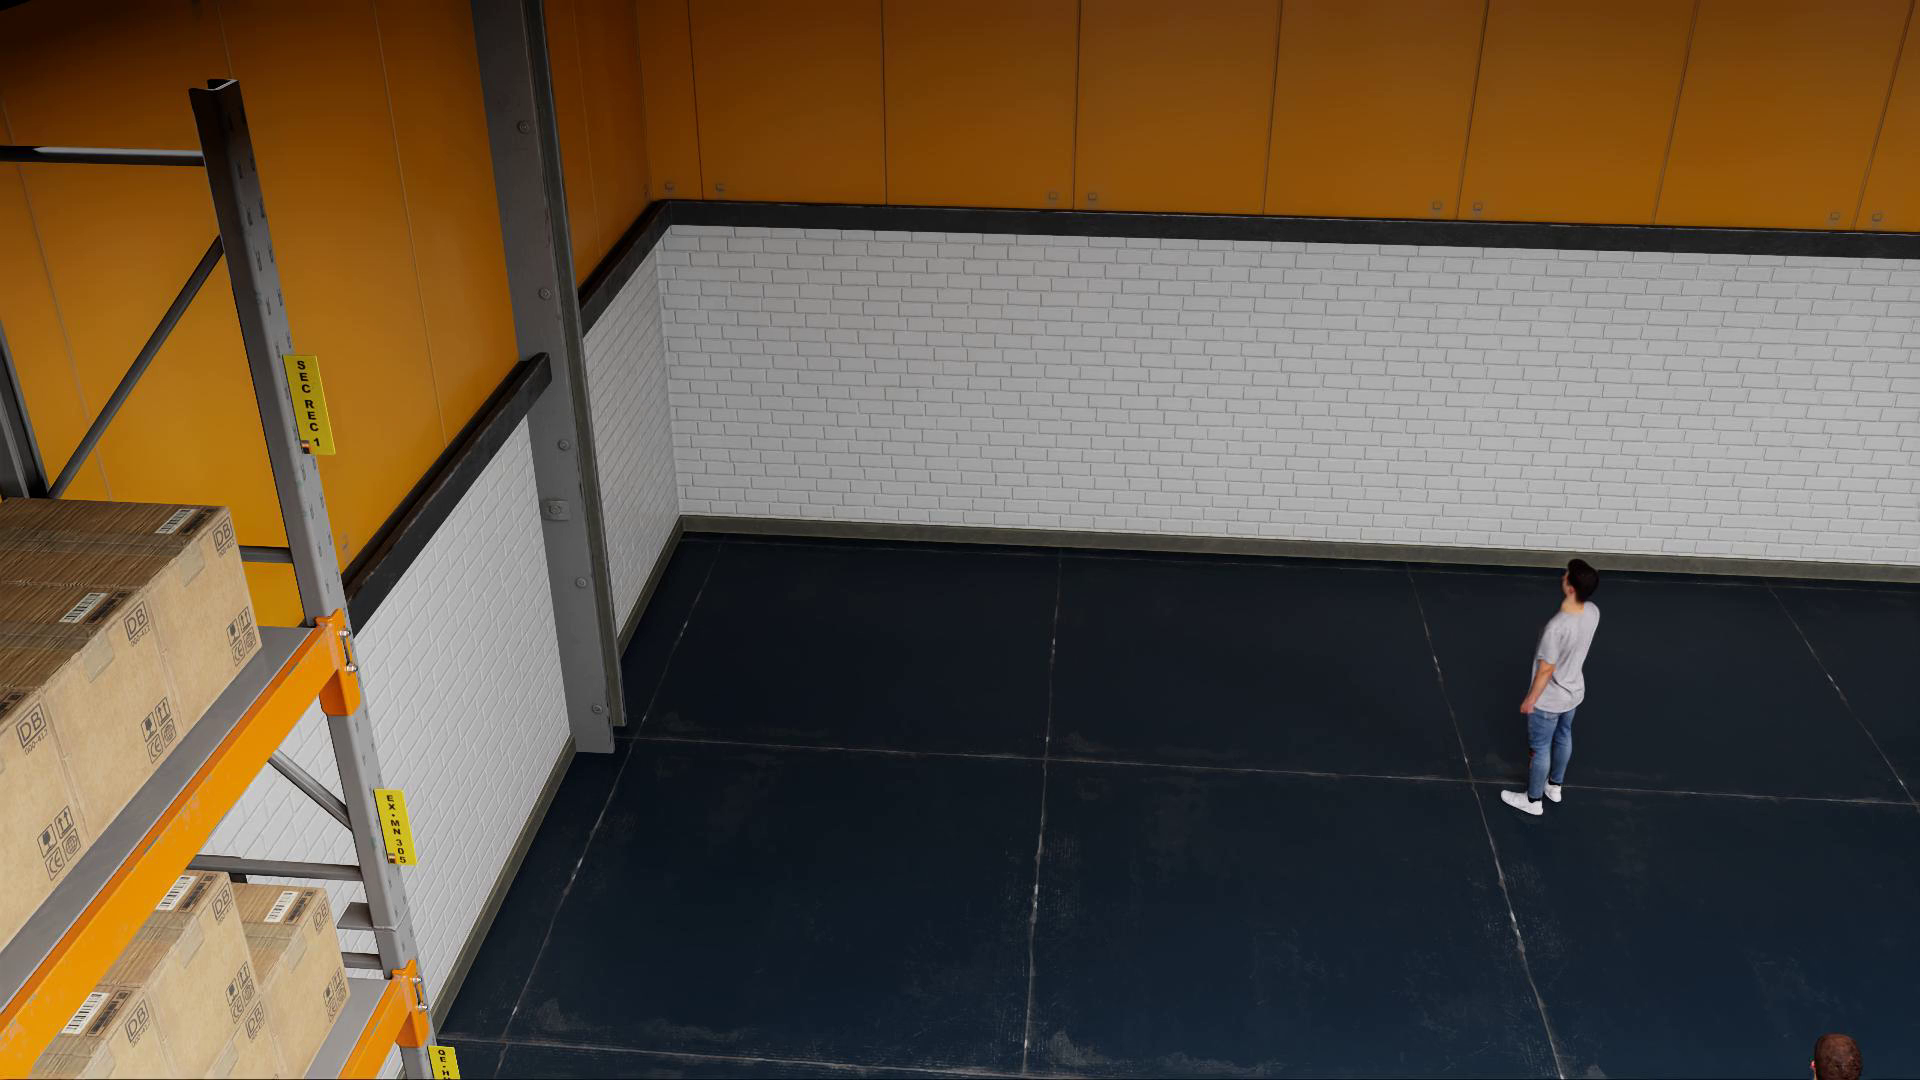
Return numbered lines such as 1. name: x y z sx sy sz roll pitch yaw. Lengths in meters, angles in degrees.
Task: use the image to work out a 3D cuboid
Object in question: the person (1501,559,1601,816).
1. person: 3.968 0.973 11.043 0.750 1.890 0.801 -20 34 -32
